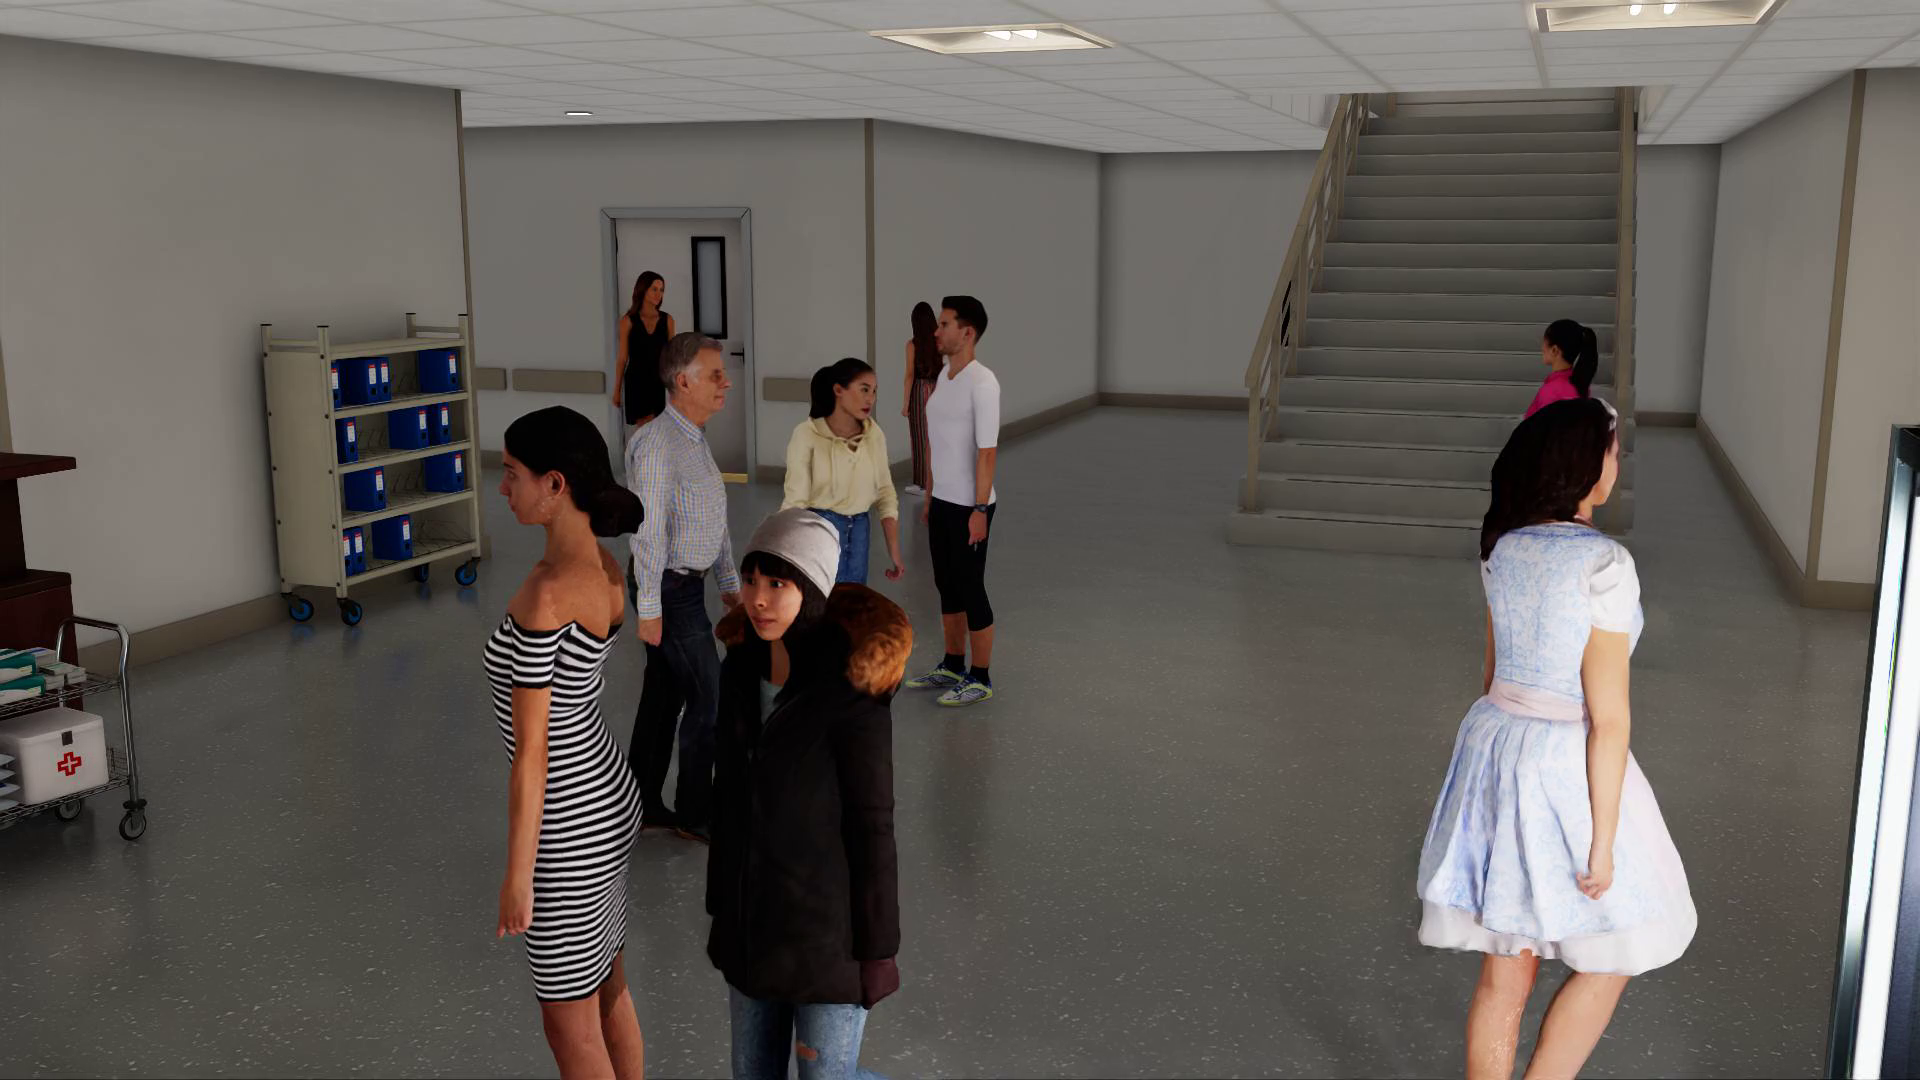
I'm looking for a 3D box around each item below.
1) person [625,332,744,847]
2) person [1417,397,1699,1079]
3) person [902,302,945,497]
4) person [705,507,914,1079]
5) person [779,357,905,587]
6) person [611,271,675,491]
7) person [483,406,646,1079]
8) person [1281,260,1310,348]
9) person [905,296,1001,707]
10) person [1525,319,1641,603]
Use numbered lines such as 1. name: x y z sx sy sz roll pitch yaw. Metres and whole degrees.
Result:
1. person: -1.075 0.185 5.785 0.845 1.794 0.776 0 11 1
2. person: 1.155 0.619 3.501 0.949 1.794 0.884 -6 12 -28
3. person: -0.274 -1.148 13.439 0.625 1.560 0.711 -7 13 -33
4. person: -0.277 0.737 3.334 0.761 1.623 0.942 8 13 36
5. person: -0.558 0.045 7.024 0.811 1.608 0.886 -8 14 -37
6. person: -2.355 -1.034 12.268 1.194 1.773 1.134 -6 12 -29
7. person: -0.758 0.626 3.391 0.709 1.821 0.555 1 11 3
8. person: 3.717 -2.189 18.211 0.791 1.825 0.844 -5 12 -23
9. person: 0.010 -0.187 7.593 0.806 1.851 0.752 -5 12 -26
10. person: 3.087 -0.248 8.369 0.957 1.682 0.904 -10 14 -41
